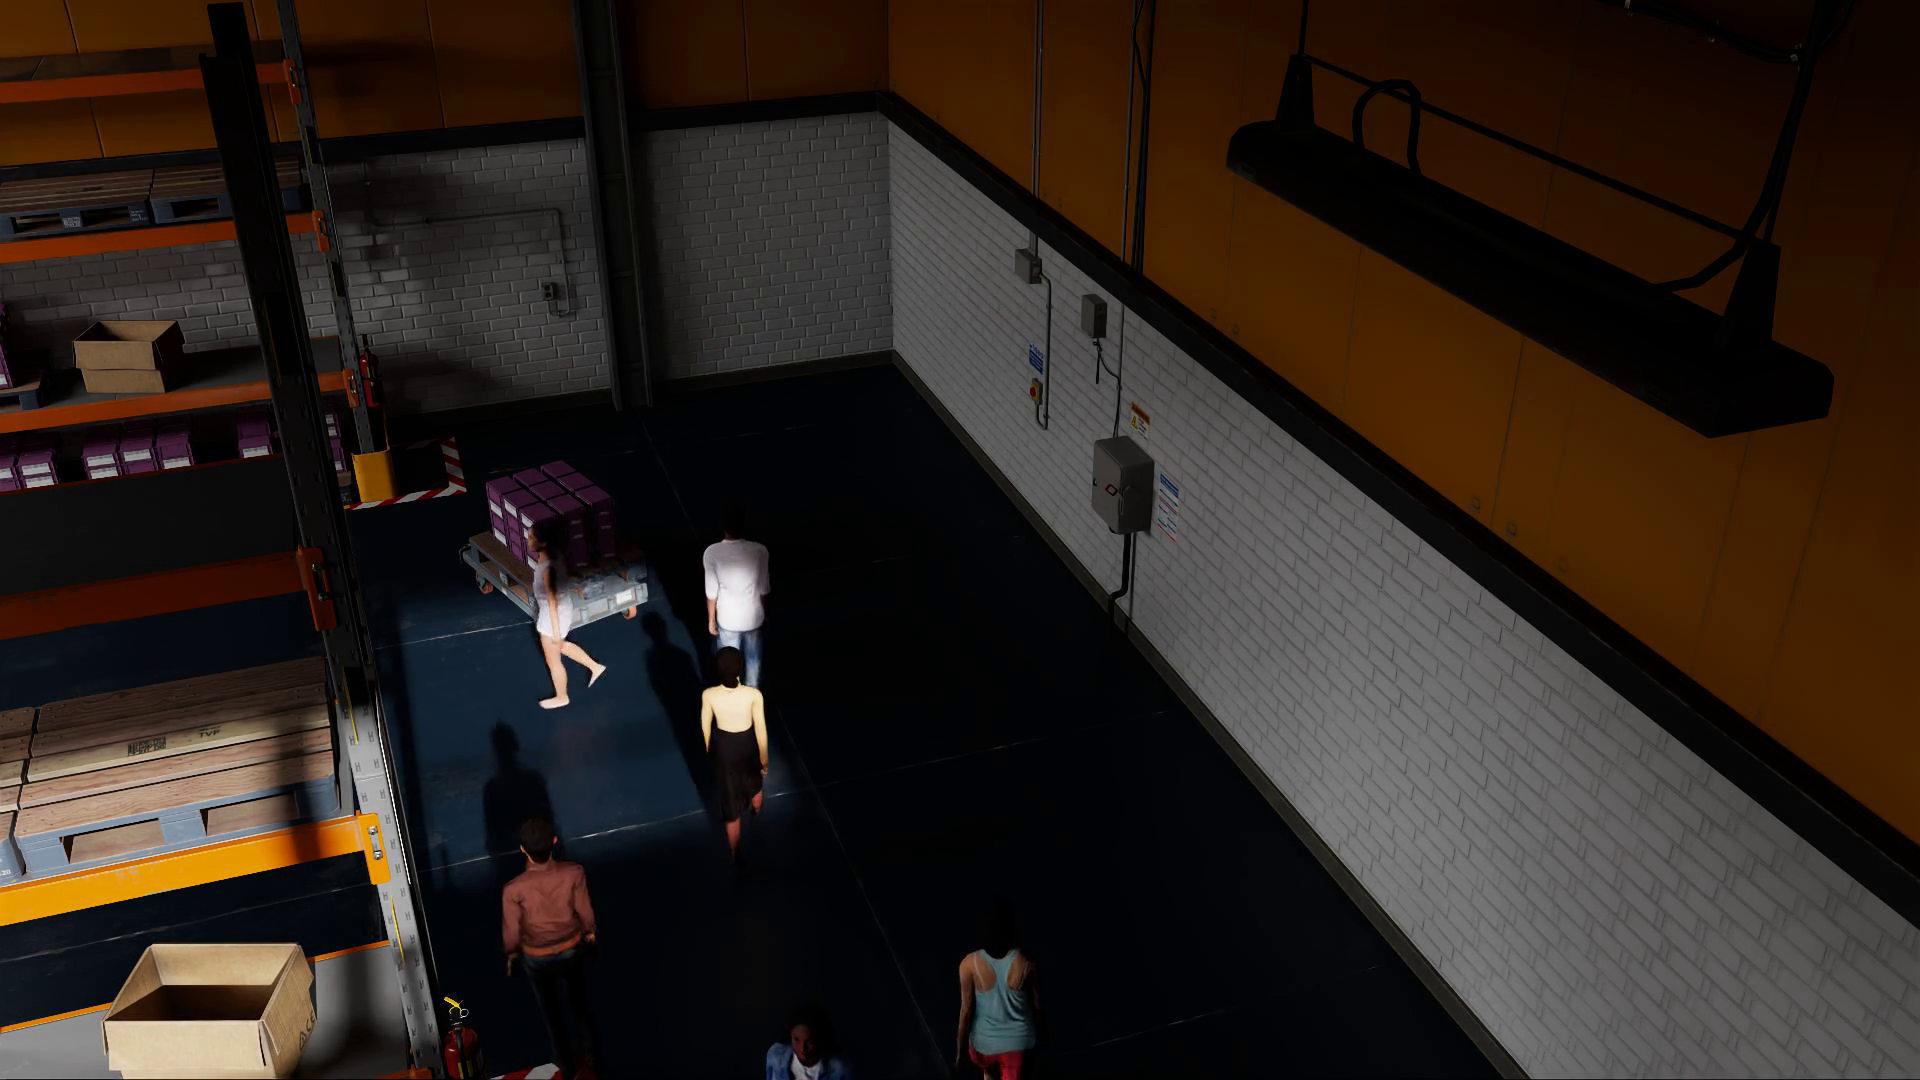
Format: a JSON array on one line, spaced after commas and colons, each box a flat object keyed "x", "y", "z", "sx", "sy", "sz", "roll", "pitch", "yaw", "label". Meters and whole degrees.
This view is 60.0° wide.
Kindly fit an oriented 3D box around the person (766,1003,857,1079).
[{"x": -0.703, "y": 2.863, "z": 8.121, "sx": 1.014, "sy": 1.690, "sz": 0.962, "roll": 3, "pitch": 29, "yaw": 5, "label": "person"}]

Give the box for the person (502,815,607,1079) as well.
[{"x": -2.186, "y": 2.310, "z": 9.052, "sx": 0.773, "sy": 1.769, "sz": 0.800, "roll": -16, "pitch": 33, "yaw": -27, "label": "person"}]

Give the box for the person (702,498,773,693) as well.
[{"x": -1.623, "y": 0.565, "z": 12.220, "sx": 0.979, "sy": 1.799, "sz": 0.853, "roll": -2, "pitch": 29, "yaw": -4, "label": "person"}]

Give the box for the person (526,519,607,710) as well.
[{"x": -2.958, "y": 0.549, "z": 12.463, "sx": 0.789, "sy": 1.593, "sz": 0.640, "roll": -5, "pitch": 29, "yaw": -10, "label": "person"}]

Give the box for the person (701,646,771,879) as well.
[{"x": -1.460, "y": 1.464, "z": 10.756, "sx": 1.002, "sy": 1.622, "sz": 0.872, "roll": 0, "pitch": 29, "yaw": 0, "label": "person"}]

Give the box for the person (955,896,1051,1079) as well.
[{"x": 0.211, "y": 2.644, "z": 8.475, "sx": 1.247, "sy": 1.735, "sz": 1.039, "roll": 3, "pitch": 29, "yaw": 5, "label": "person"}]
